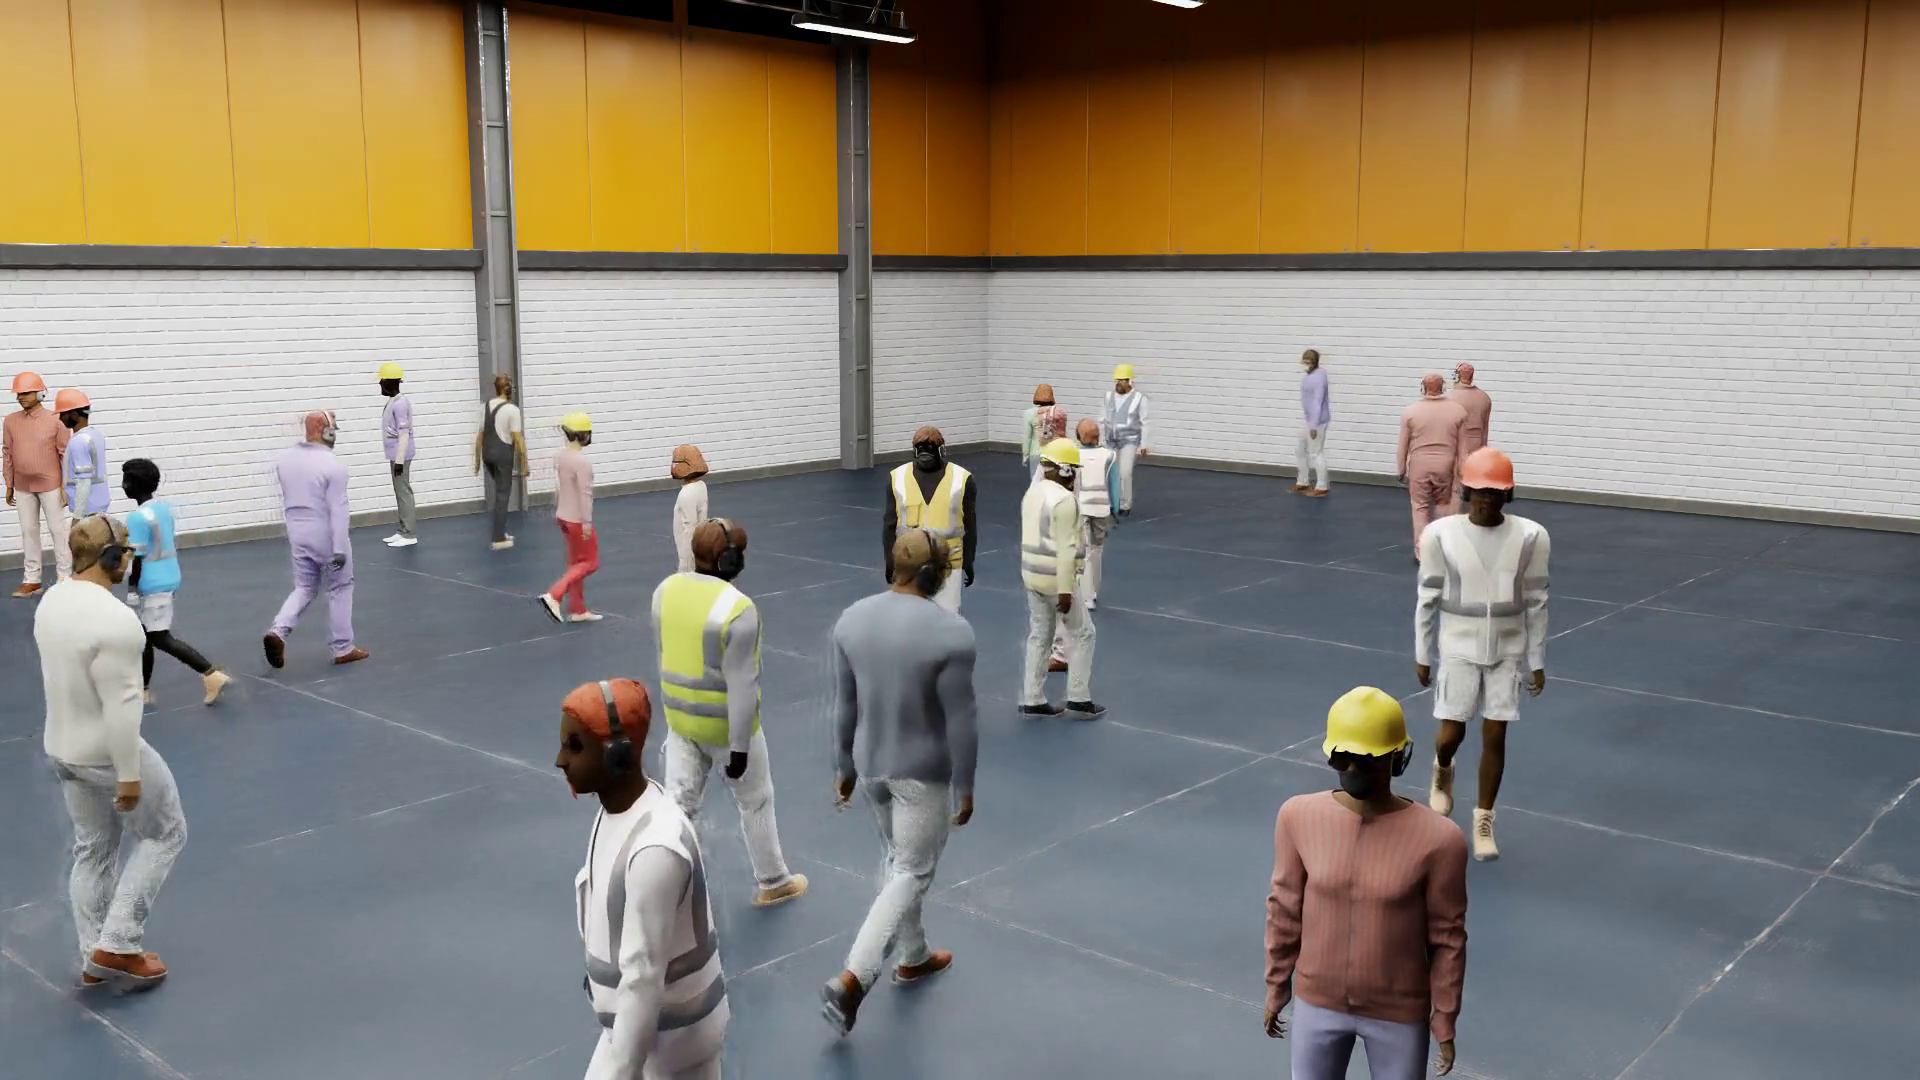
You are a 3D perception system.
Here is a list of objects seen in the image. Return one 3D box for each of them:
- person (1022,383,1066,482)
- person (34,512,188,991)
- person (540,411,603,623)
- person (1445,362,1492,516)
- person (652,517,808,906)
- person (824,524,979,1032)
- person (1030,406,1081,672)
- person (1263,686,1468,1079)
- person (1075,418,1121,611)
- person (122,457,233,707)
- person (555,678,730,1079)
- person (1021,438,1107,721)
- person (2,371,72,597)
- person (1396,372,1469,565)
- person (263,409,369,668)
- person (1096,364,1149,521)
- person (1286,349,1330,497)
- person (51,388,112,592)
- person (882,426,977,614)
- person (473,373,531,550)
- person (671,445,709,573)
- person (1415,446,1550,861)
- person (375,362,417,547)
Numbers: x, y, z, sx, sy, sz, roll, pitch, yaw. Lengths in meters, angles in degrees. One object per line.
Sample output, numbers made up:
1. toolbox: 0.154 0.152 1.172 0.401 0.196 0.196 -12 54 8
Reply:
1. person: 0.935 -0.926 18.547 0.501 1.633 0.283 -1 9 -5
2. person: -3.357 0.844 6.575 0.626 1.915 0.438 6 11 32
3. person: -3.141 -0.162 13.402 0.504 1.754 0.528 -7 11 -37
4. person: 5.348 -0.942 17.793 0.650 1.906 0.401 -4 10 -26
5. person: -1.096 0.793 7.247 0.623 1.804 0.926 7 11 36
6. person: -0.253 0.895 6.310 0.642 1.909 0.882 6 11 34
7. person: 0.661 -0.007 11.943 0.399 1.902 0.642 1 9 7
8. person: 1.068 1.252 4.455 0.534 1.767 0.320 4 10 26
9. person: 1.069 -0.235 14.235 0.546 1.610 0.698 -2 9 -11
10. person: -5.170 0.293 10.795 0.776 1.669 0.538 -1 9 -9
11. person: -0.868 1.258 4.151 0.833 1.847 0.599 -4 10 -24
12. person: 0.667 0.253 10.611 0.666 1.799 0.605 -4 10 -24
13. person: -8.119 -0.485 14.647 0.612 1.995 0.382 0 9 1
14. person: 4.616 -0.697 16.314 0.685 1.887 0.532 1 9 5
15. person: -4.653 0.003 11.941 0.638 1.881 0.727 4 10 22
16. person: 1.848 -1.129 19.283 0.605 1.811 0.641 7 11 36
17. person: 4.472 -1.475 21.145 0.595 1.902 0.666 -1 9 -5
18. person: -7.092 -0.266 13.469 0.364 1.933 0.543 -2 9 -15
19. person: -0.206 0.154 11.114 0.633 1.841 0.429 1 9 4
20. person: -4.757 -0.817 17.285 0.592 1.817 0.593 5 10 29
21. person: -1.923 0.133 11.898 0.276 1.633 0.507 0 9 3
22. person: 2.554 0.532 8.182 0.618 2.029 0.611 1 9 8
23. person: -5.898 -0.893 17.420 0.368 1.928 0.585 -4 10 -24
